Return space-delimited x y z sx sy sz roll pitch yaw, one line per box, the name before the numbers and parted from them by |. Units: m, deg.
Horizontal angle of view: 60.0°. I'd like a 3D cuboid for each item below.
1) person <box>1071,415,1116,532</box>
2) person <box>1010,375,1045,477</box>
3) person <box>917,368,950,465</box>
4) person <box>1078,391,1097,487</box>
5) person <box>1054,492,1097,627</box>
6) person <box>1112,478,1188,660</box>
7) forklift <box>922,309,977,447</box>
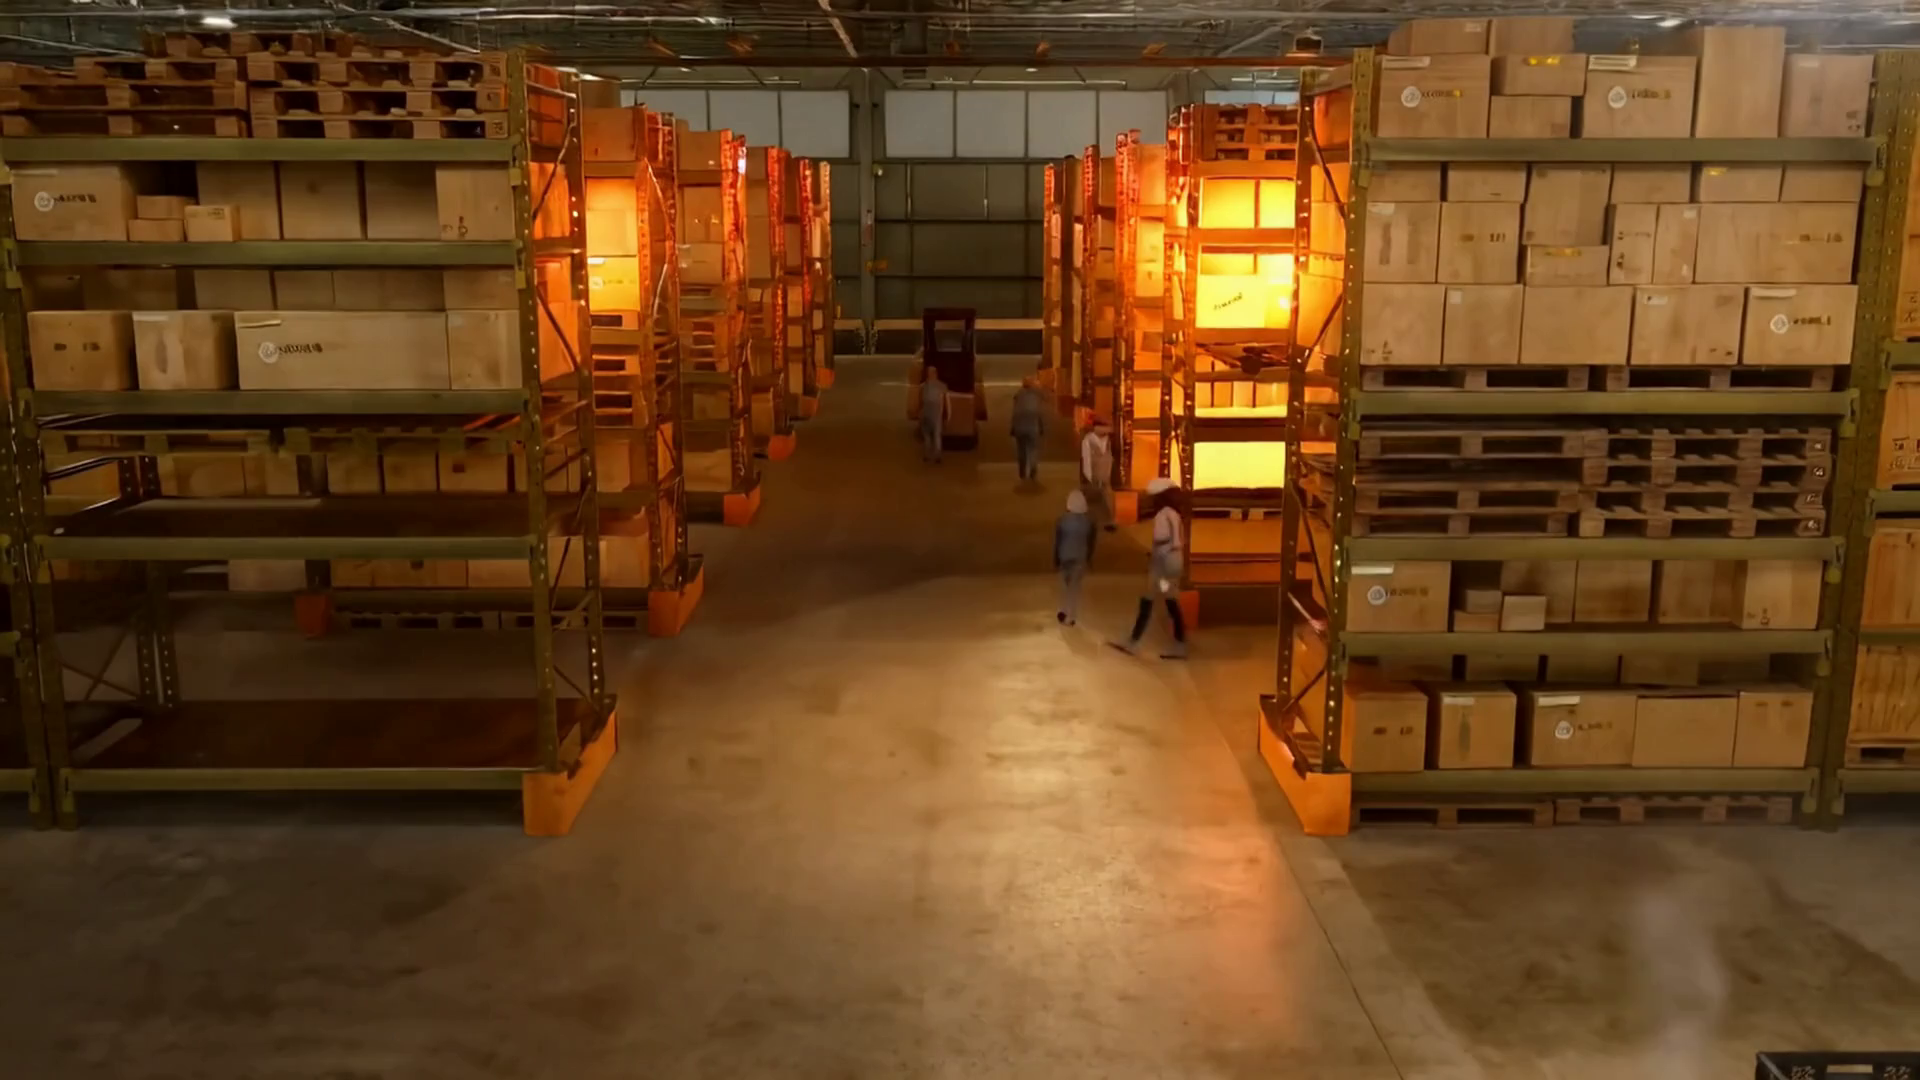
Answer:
person | 2.063 -1.043 25.565 0.590 1.803 0.818 -7 13 -32
person | 1.234 -2.053 30.353 0.645 1.889 0.576 -1 11 -4
person | -0.508 -2.400 32.159 0.662 1.861 1.008 -2 12 -10
person | 2.264 -1.793 29.530 0.319 1.698 0.532 -2 12 -8
person | 1.367 0.229 19.721 0.503 1.611 0.358 1 11 5
person | 2.137 0.316 18.350 0.968 1.989 0.641 5 12 24
forklift | -0.225 -3.399 34.547 1.129 2.768 1.873 0 11 -1
